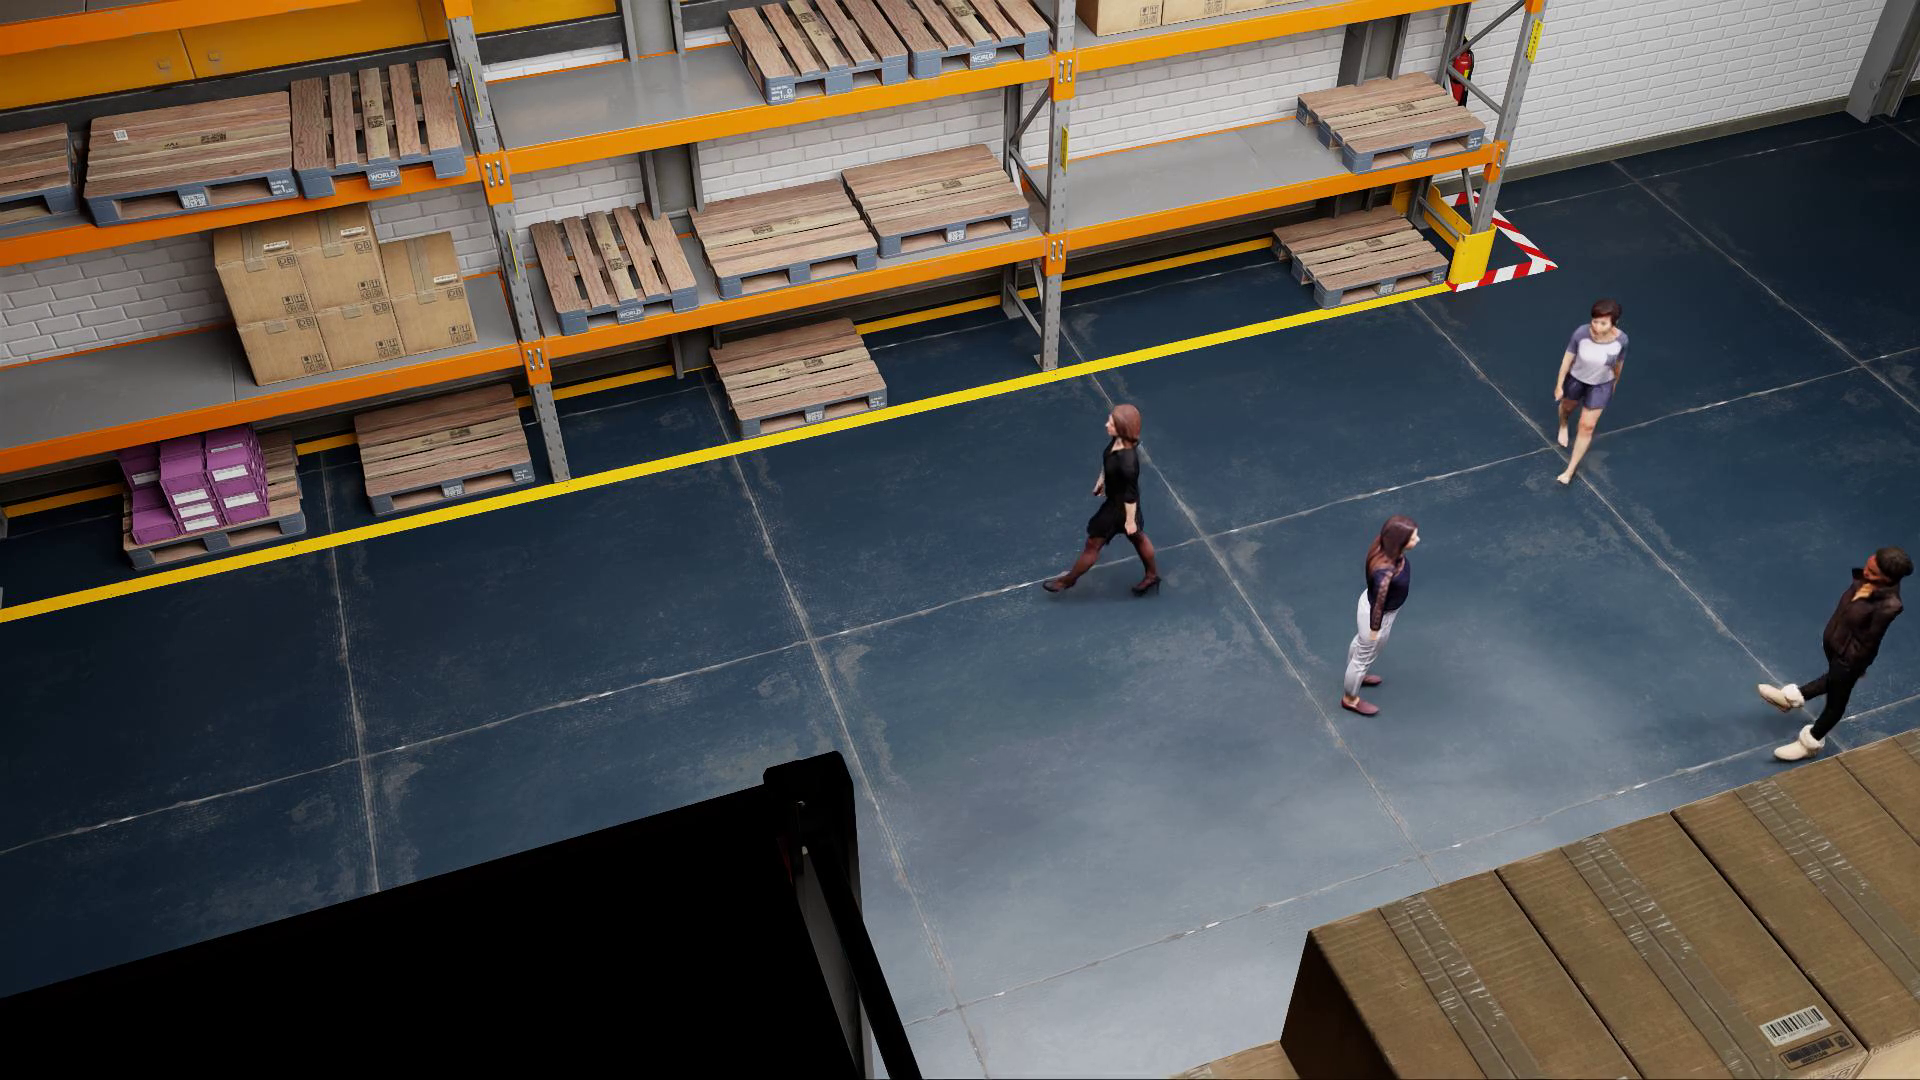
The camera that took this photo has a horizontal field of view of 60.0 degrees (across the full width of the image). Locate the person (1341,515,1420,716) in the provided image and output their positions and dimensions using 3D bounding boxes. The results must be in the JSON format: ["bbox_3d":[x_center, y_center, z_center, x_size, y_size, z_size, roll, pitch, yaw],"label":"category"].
[{"bbox_3d":[2.650,0.458,10.512,0.691,1.601,0.668,10,45,11],"label":"person"}]

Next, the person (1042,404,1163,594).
[{"bbox_3d":[1.171,-0.227,11.188,1.138,1.661,0.830,-1,44,-1],"label":"person"}]

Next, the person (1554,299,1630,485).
[{"bbox_3d":[4.668,-1.219,12.328,0.994,1.526,1.035,13,45,13],"label":"person"}]

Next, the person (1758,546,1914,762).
[{"bbox_3d":[5.331,0.675,10.240,0.821,1.663,0.733,-4,44,-4],"label":"person"}]
